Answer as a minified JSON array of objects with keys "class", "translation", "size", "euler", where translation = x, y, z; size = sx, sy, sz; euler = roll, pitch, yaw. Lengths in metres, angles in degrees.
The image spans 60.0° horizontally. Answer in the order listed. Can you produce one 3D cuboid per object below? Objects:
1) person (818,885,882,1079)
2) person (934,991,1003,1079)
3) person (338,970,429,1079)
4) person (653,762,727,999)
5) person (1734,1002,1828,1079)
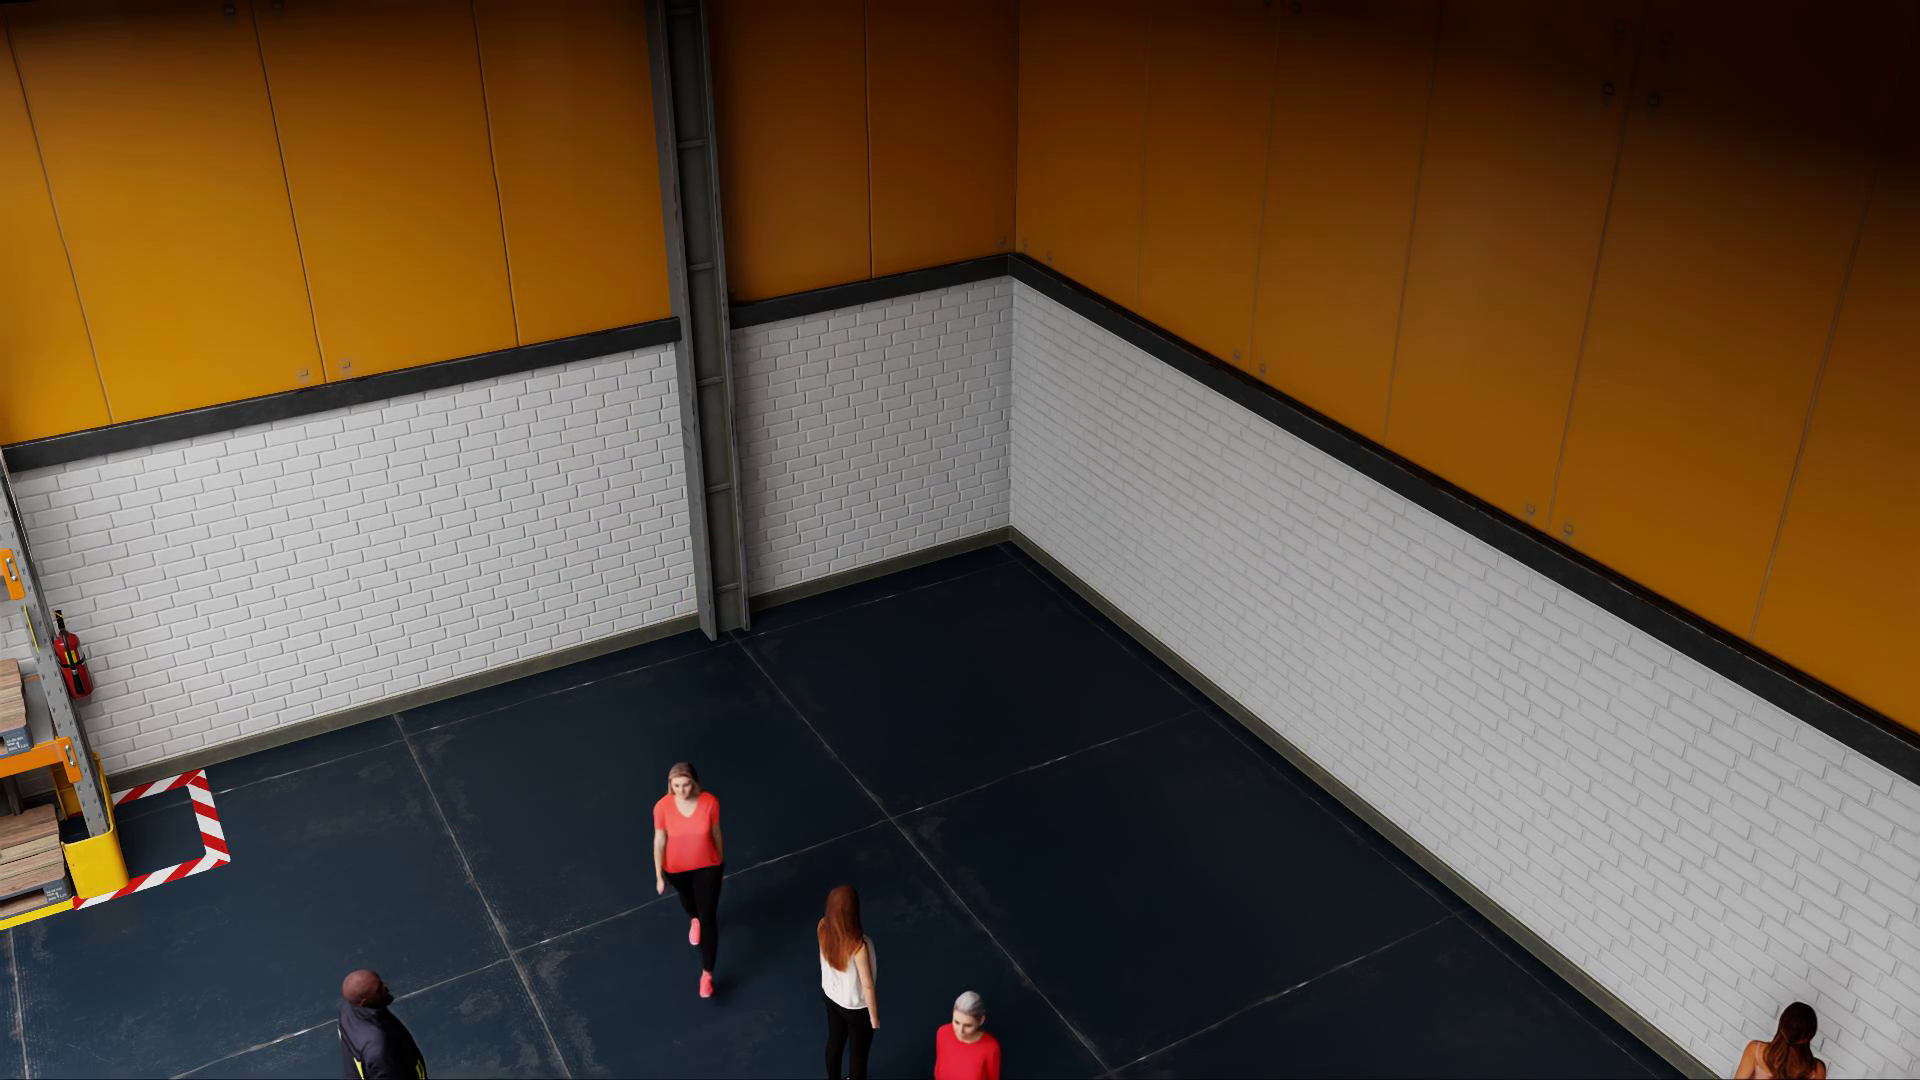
[{"class":"person","translation":[-0.674,2.767,10.002],"size":[0.625,1.723,0.586],"euler":[25,37,37]},{"class":"person","translation":[0.078,3.148,9.372],"size":[1.006,1.657,1.096],"euler":[9,30,16]},{"class":"person","translation":[-3.195,3.102,9.282],"size":[0.690,1.823,0.766],"euler":[-19,34,-31]},{"class":"person","translation":[-1.802,2.156,11.207],"size":[1.152,1.640,0.995],"euler":[-2,29,-4]},{"class":"person","translation":[4.366,3.222,9.053],"size":[0.658,1.832,0.678],"euler":[13,31,23]}]
